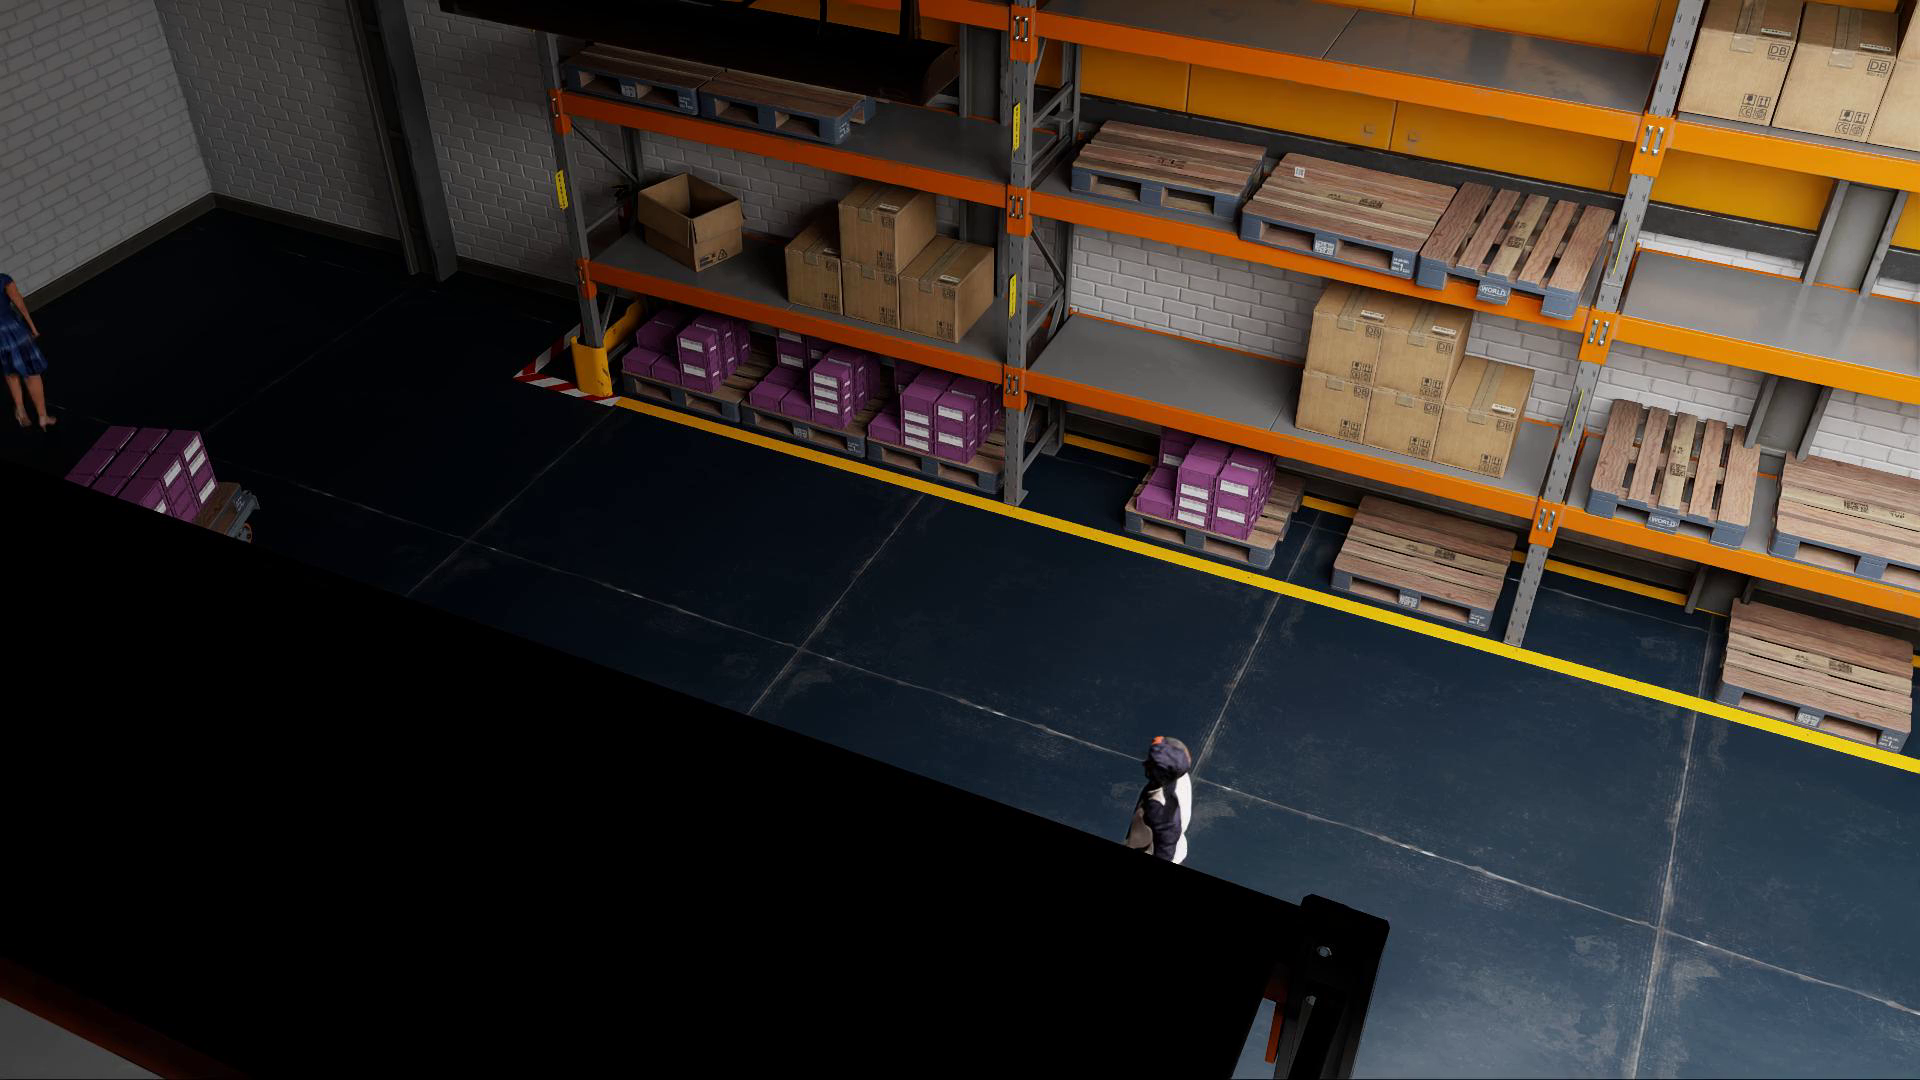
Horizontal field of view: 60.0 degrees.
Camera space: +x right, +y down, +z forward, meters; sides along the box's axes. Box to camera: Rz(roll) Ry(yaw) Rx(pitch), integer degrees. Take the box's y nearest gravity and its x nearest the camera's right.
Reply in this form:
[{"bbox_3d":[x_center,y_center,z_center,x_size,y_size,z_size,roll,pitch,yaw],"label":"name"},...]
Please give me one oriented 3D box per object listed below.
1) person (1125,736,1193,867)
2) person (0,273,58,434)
[{"bbox_3d":[1.107,1.812,9.339,0.696,1.893,0.746,5,39,6],"label":"person"},{"bbox_3d":[-7.872,-1.603,13.697,0.804,1.791,0.869,-3,39,-4],"label":"person"}]
